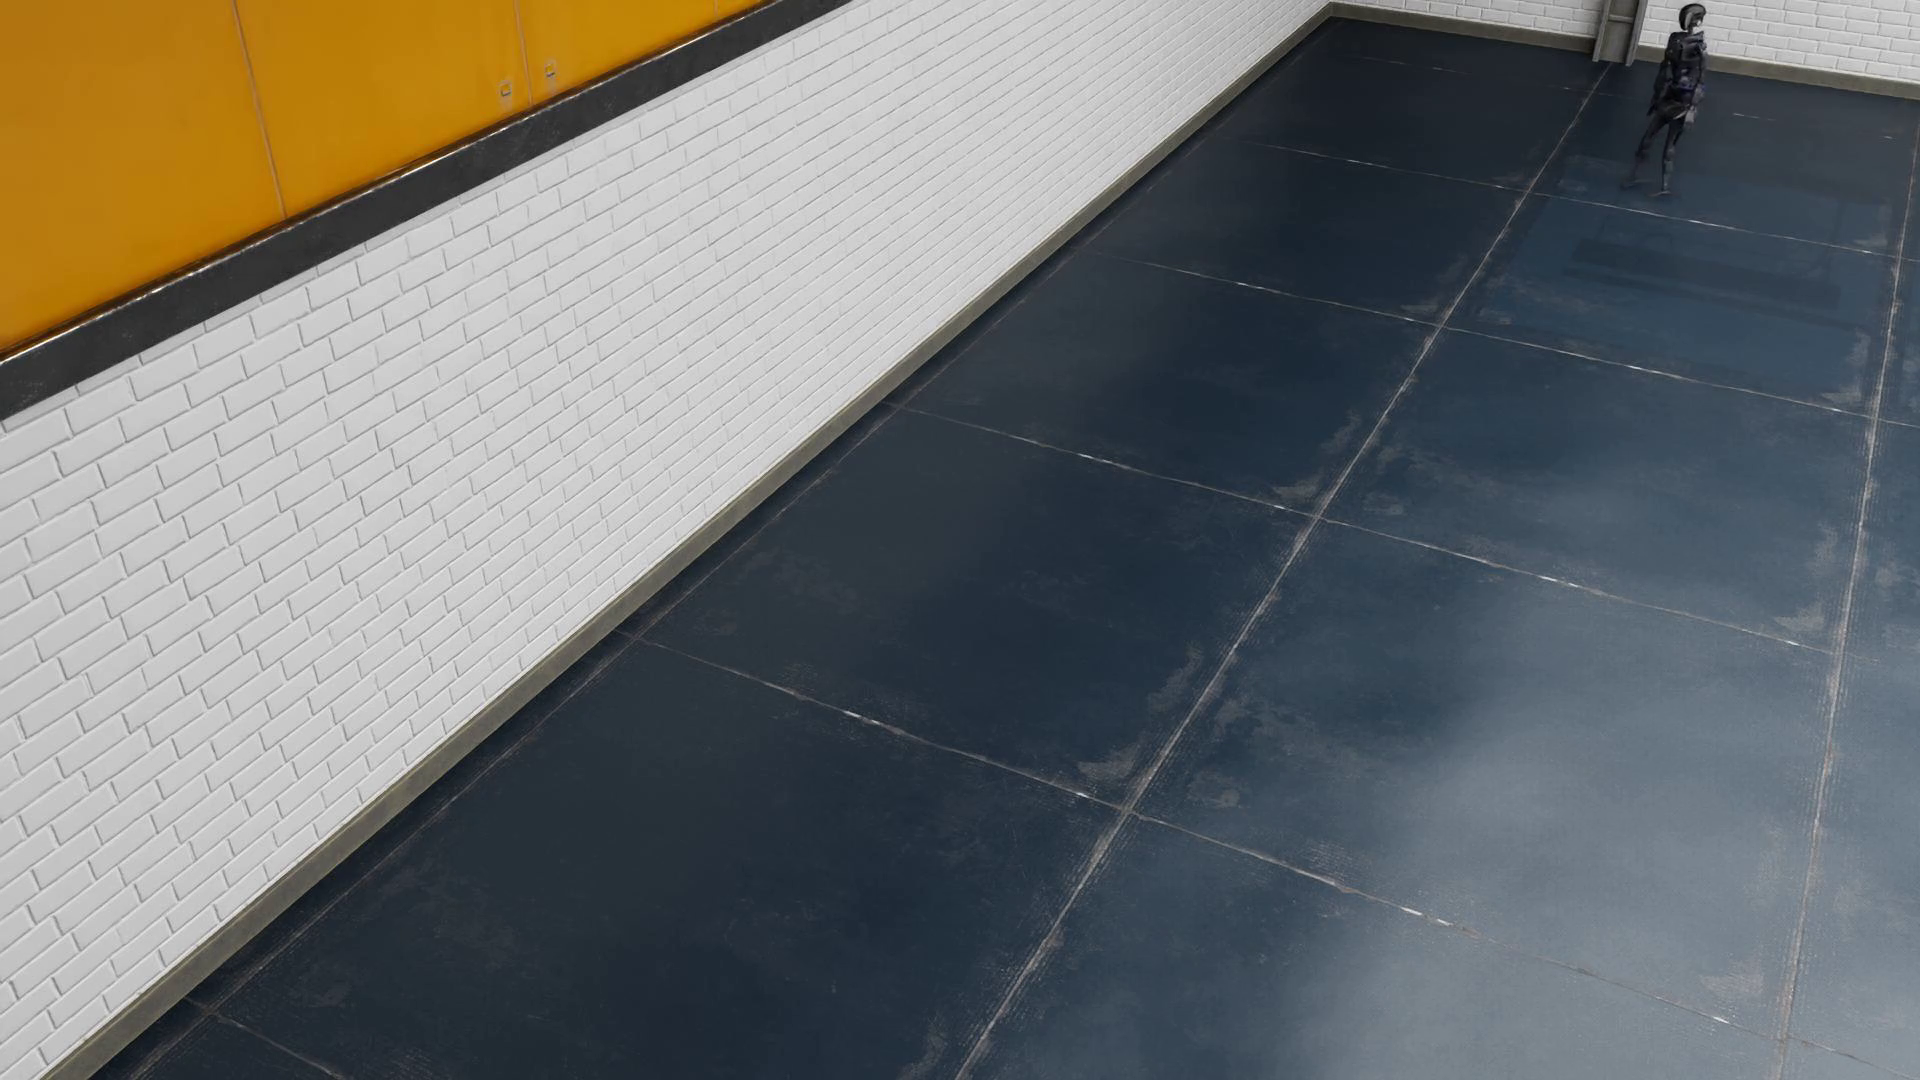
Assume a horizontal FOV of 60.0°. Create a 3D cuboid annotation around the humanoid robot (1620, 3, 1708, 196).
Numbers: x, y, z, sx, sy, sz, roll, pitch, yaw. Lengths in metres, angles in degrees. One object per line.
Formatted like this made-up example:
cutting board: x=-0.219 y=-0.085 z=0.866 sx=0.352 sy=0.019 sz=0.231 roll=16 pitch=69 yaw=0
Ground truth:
humanoid robot: x=6.130 y=-3.763 z=14.316 sx=0.407 sy=1.651 sz=0.616 roll=-8 pitch=35 yaw=-12
